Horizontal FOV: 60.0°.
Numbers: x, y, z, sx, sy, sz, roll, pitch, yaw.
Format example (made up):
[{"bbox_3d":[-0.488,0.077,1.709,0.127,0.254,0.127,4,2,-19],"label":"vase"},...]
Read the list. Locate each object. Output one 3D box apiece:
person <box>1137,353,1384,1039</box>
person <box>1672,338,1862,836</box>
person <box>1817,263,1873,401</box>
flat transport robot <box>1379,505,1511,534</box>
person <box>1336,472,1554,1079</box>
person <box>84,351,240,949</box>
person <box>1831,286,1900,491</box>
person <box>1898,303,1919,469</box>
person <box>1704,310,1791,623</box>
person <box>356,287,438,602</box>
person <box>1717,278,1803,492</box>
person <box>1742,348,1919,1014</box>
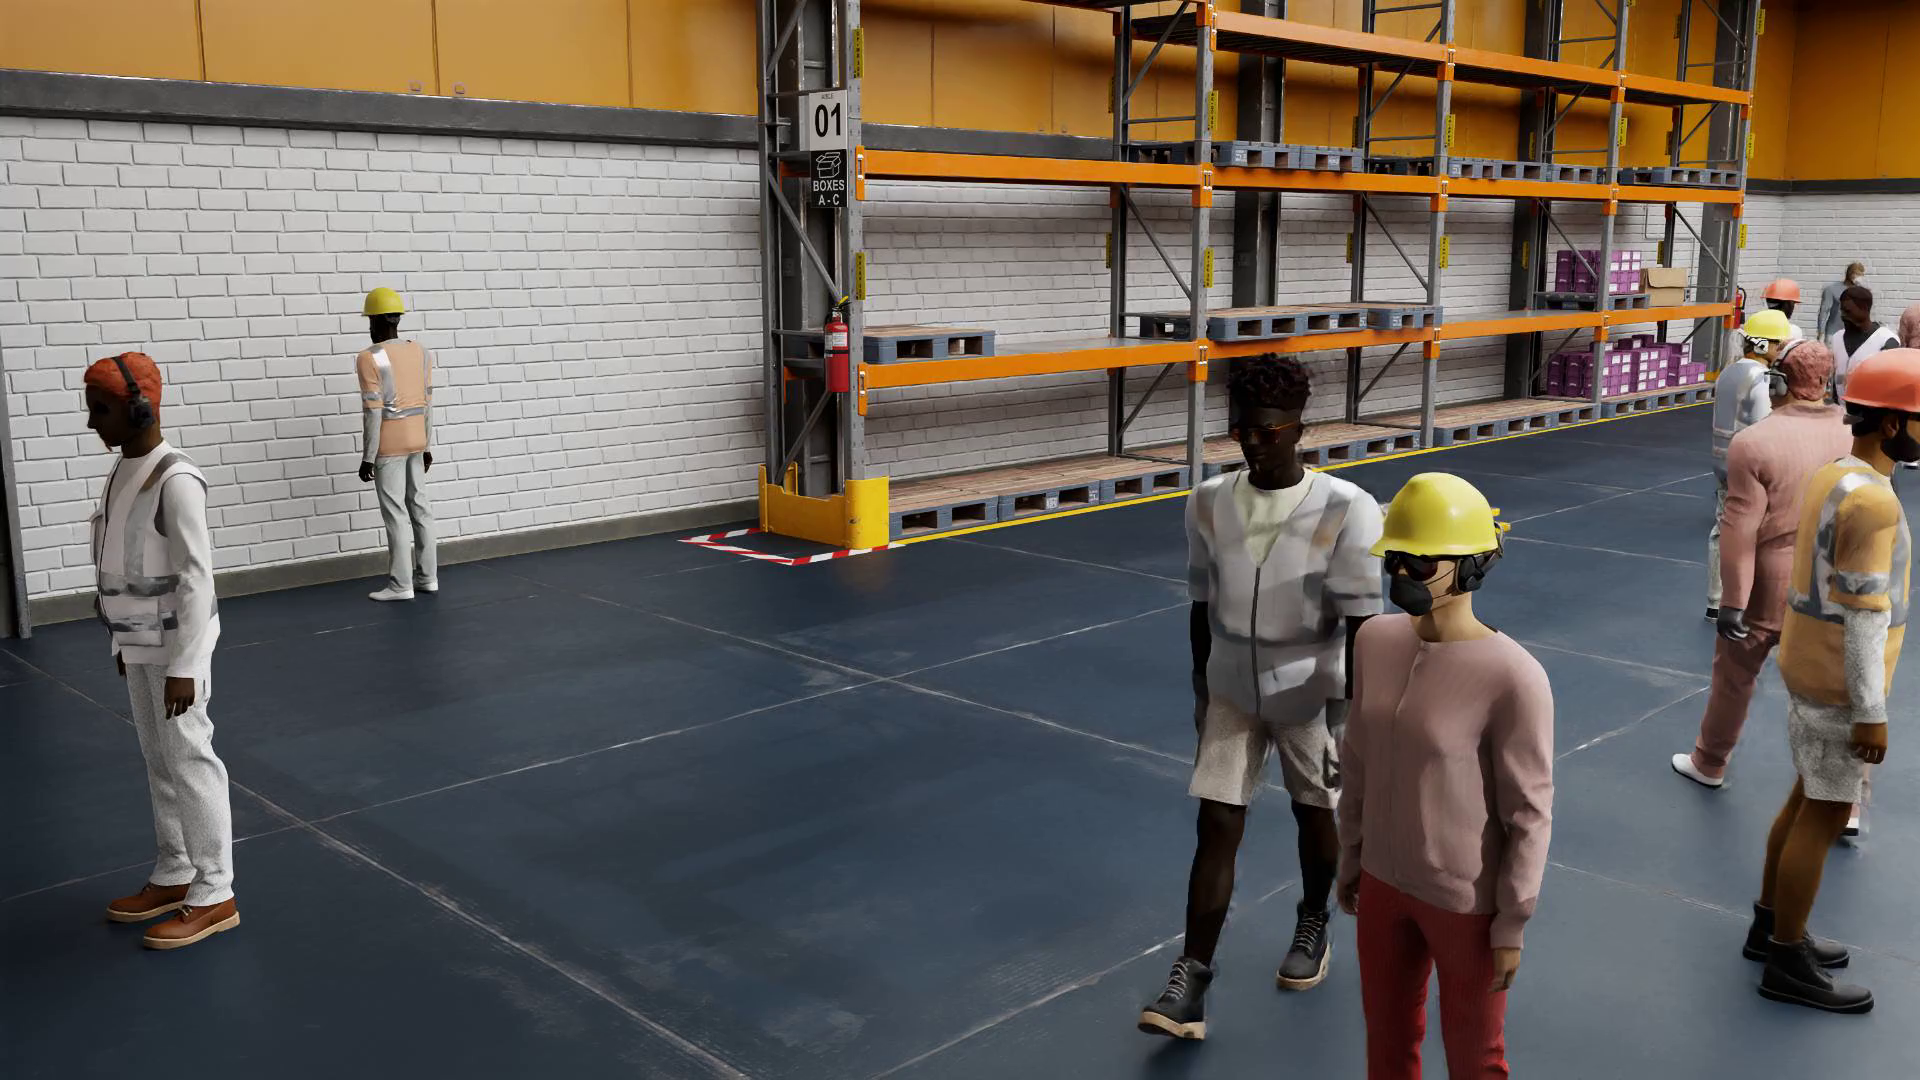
[{"bbox_3d":[0.870,0.440,4.679,0.629,1.911,0.994,6,12,31],"label":"person"},{"bbox_3d":[3.188,0.158,6.400,0.657,1.860,0.979,-1,10,-6],"label":"person"},{"bbox_3d":[11.828,-2.763,22.274,0.653,1.870,1.076,4,11,19],"label":"person"},{"bbox_3d":[3.349,-0.129,12.277,1.431,0.197,0.652,-7,13,-35],"label":"flat transport robot"},{"bbox_3d":[0.981,0.734,3.492,0.331,1.768,0.526,-6,12,-31],"label":"person"},{"bbox_3d":[-2.546,0.345,5.284,0.353,1.887,0.572,-10,14,-43],"label":"person"},{"bbox_3d":[6.450,-0.885,12.022,0.944,1.864,0.628,-4,11,-19],"label":"person"},{"bbox_3d":[9.427,-1.629,16.135,0.735,1.853,0.897,6,12,31],"label":"person"},{"bbox_3d":[4.486,-0.386,9.436,0.404,1.826,0.587,0,10,0],"label":"person"},{"bbox_3d":[-3.480,-0.582,10.226,0.379,1.925,0.594,4,11,22],"label":"person"},{"bbox_3d":[6.291,-1.097,13.092,0.670,1.913,0.579,-4,11,-21],"label":"person"},{"bbox_3d":[2.604,0.405,4.856,0.407,1.925,0.545,4,11,19],"label":"person"}]
